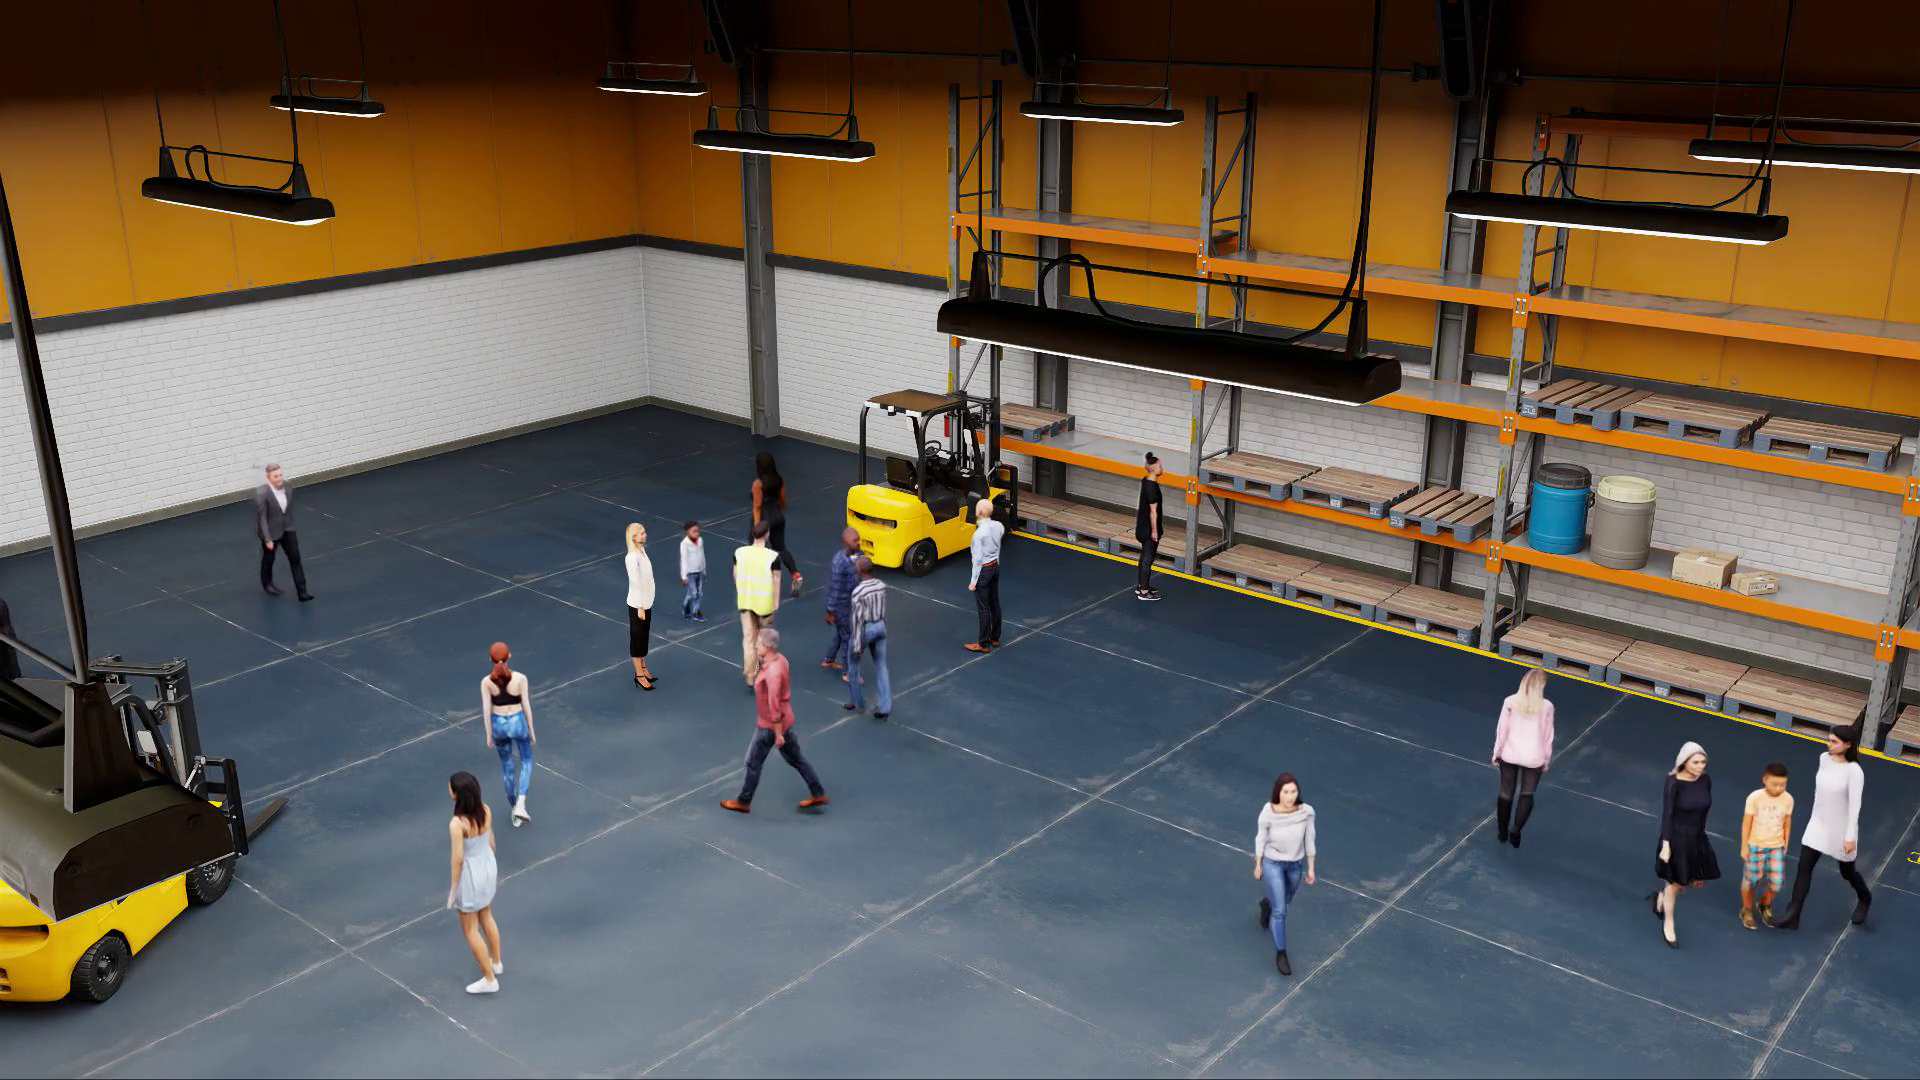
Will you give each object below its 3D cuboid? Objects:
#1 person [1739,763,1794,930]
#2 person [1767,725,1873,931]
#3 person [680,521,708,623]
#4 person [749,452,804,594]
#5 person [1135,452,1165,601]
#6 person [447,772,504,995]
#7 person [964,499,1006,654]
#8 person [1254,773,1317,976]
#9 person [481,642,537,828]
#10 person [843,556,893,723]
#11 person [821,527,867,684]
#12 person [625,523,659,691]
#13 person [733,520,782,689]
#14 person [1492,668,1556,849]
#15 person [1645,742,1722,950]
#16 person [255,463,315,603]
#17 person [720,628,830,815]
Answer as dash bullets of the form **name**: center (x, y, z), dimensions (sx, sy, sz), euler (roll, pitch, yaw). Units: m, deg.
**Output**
- **person**: center (6.452, 2.421, 13.391), dimensions (0.631, 1.452, 0.712), euler (3, 19, 8)
- **person**: center (7.024, 2.308, 13.226), dimensions (1.151, 1.772, 1.202), euler (-6, 19, -16)
- **person**: center (-3.215, 0.357, 19.827), dimensions (0.557, 1.256, 0.493), euler (16, 25, 40)
- **person**: center (-2.313, -0.190, 20.623), dimensions (0.744, 1.785, 1.177), euler (-17, 25, -42)
- **person**: center (2.346, -0.198, 20.522), dimensions (0.817, 1.864, 0.770), euler (-1, 19, -2)
- **person**: center (-3.645, 2.562, 12.558), dimensions (0.767, 1.718, 0.772), euler (7, 20, 21)
- **person**: center (0.291, 0.397, 18.871), dimensions (0.569, 1.791, 0.644), euler (14, 23, 35)
- **person**: center (2.481, 2.507, 12.910), dimensions (1.014, 1.597, 1.109), euler (-3, 19, -8)
- **person**: center (-3.998, 1.780, 14.792), dimensions (0.799, 1.772, 0.869), euler (-3, 19, -9)
- **person**: center (-0.856, 1.044, 16.985), dimensions (0.708, 1.768, 0.847), euler (-18, 25, -42)
- **person**: center (-1.310, 0.683, 18.058), dimensions (0.940, 1.769, 0.744), euler (10, 21, 27)
- **person**: center (-3.427, 0.704, 17.853), dimensions (0.729, 1.859, 0.676), euler (-1, 19, -3)
- **person**: center (-2.207, 0.725, 17.895), dimensions (1.206, 1.792, 1.230), euler (0, 19, -1)
- **person**: center (4.916, 1.930, 14.502), dimensions (0.858, 1.674, 0.849), euler (6, 19, 16)
- **person**: center (5.642, 2.366, 13.115), dimensions (0.814, 1.732, 0.885), euler (-5, 19, -15)
- **person**: center (-8.383, -0.090, 20.361), dimensions (1.242, 1.763, 0.758), euler (12, 22, 31)
- **person**: center (-1.576, 1.678, 15.085), dimensions (1.341, 1.778, 1.165), euler (2, 19, 5)
